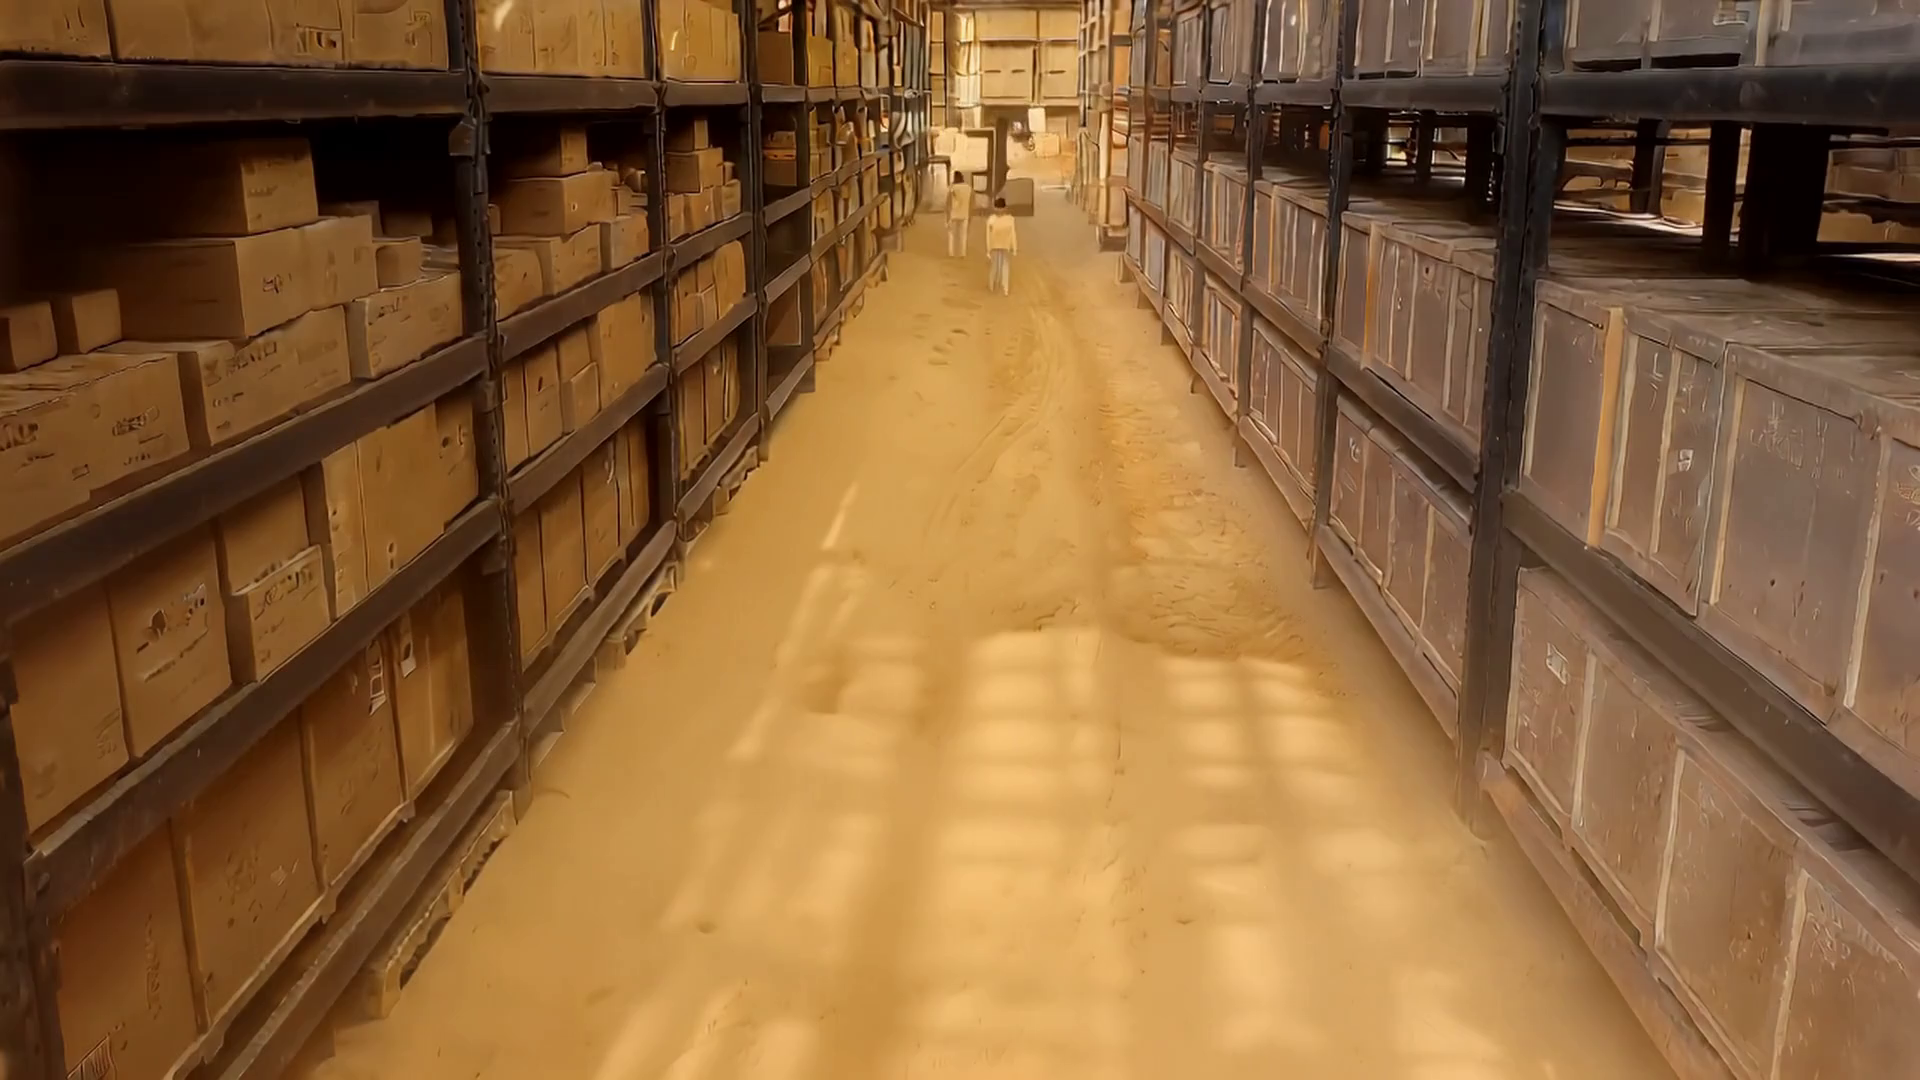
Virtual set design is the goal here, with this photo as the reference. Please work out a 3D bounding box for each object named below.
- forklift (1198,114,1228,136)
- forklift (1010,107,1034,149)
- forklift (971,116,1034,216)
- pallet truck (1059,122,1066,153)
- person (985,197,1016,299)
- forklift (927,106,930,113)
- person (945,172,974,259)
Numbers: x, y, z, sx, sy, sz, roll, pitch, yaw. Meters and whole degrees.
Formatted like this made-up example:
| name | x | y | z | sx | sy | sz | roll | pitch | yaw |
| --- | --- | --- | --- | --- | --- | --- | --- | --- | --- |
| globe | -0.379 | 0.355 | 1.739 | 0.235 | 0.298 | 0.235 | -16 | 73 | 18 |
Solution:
| name | x | y | z | sx | sy | sz | roll | pitch | yaw |
| --- | --- | --- | --- | --- | --- | --- | --- | --- | --- |
| forklift | 7.895 | -11.947 | 52.241 | 1.129 | 2.768 | 1.873 | 0 | 15 | 1 |
| forklift | 2.964 | -19.940 | 81.982 | 1.129 | 2.768 | 1.873 | -7 | 17 | -24 |
| forklift | 1.197 | -10.742 | 47.760 | 1.873 | 2.768 | 1.129 | 0 | 15 | 2 |
| pallet truck | 5.788 | -21.111 | 88.014 | 1.885 | 1.965 | 0.823 | 5 | 16 | 18 |
| person | 0.693 | -5.068 | 28.814 | 0.539 | 1.747 | 0.532 | -3 | 15 | -10 |
| forklift | -2.001 | -20.667 | 84.687 | 1.129 | 2.768 | 1.873 | 0 | 15 | 2 |
| person | -0.029 | -6.905 | 35.487 | 0.631 | 1.835 | 0.429 | -6 | 16 | -21 |
